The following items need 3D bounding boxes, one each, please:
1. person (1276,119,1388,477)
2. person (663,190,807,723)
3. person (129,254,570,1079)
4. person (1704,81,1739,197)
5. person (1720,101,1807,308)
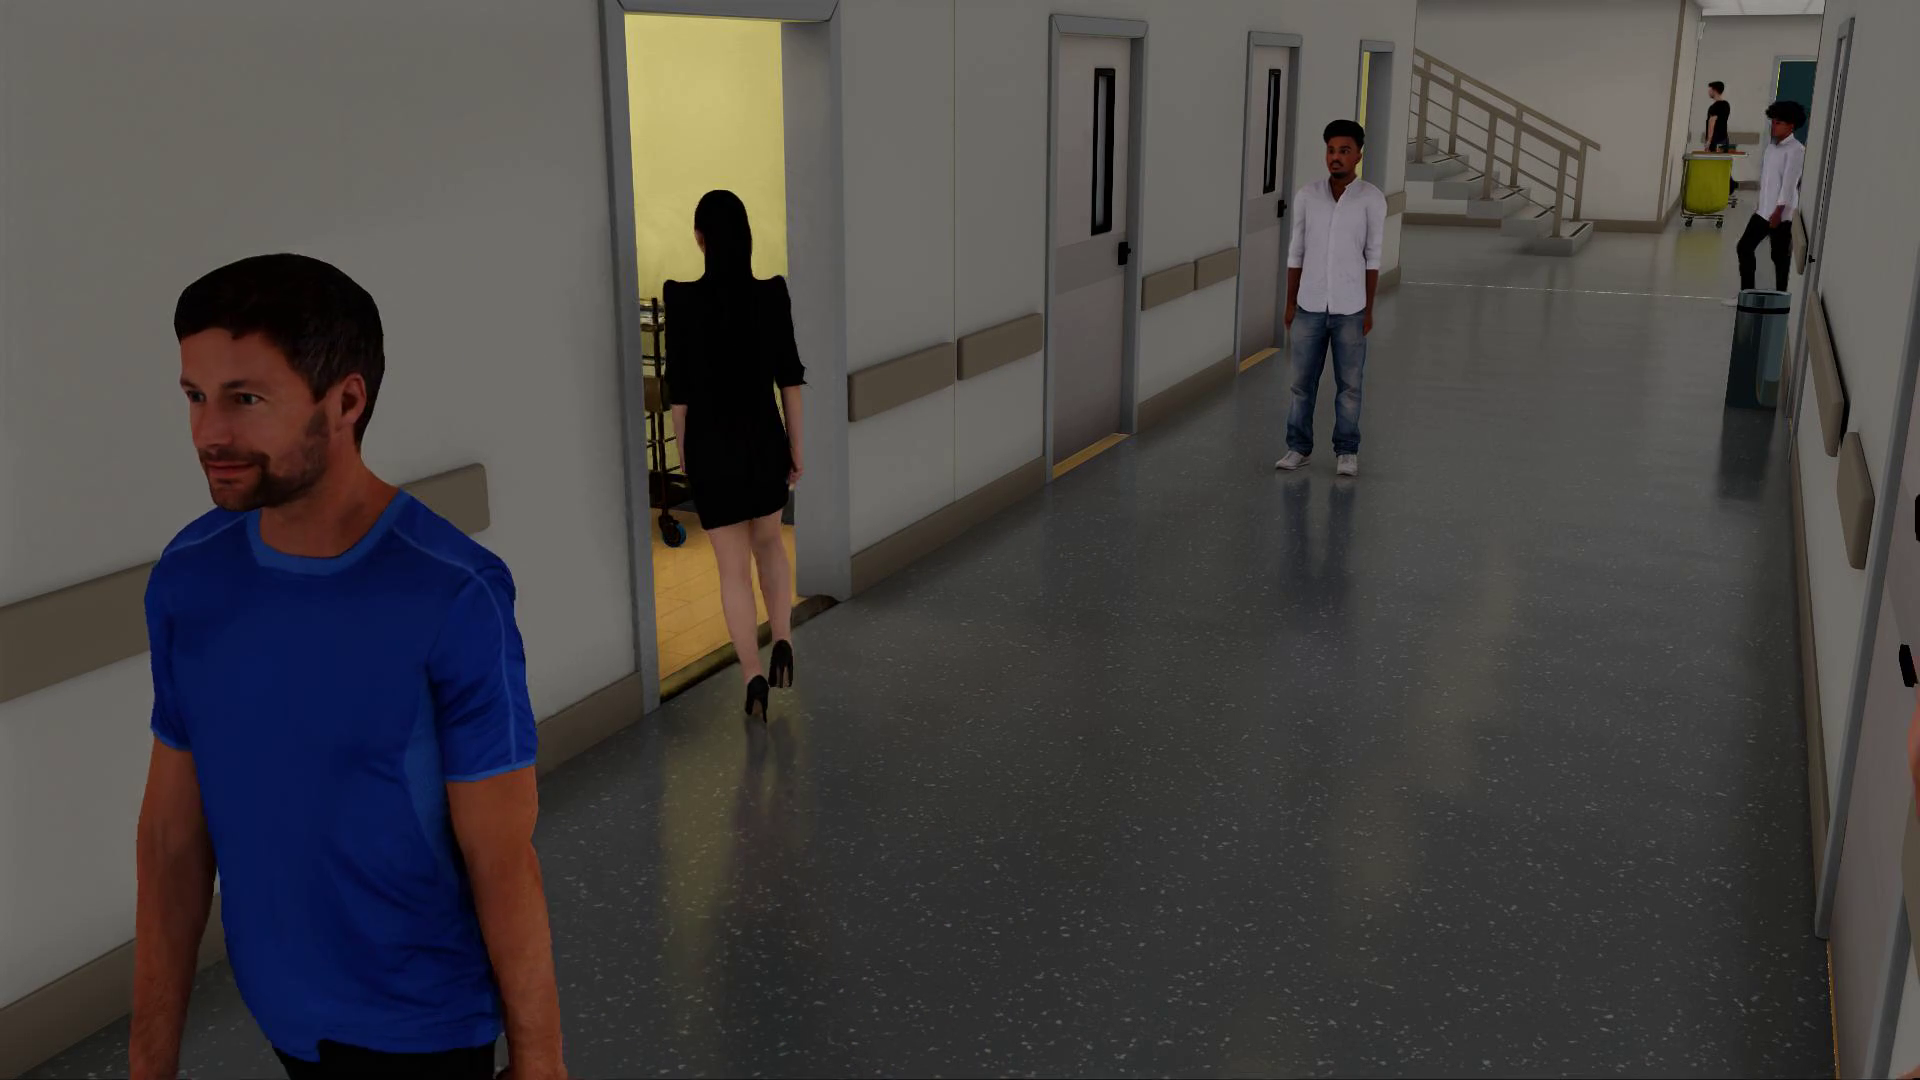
[{"bbox_3d":[1.937,-1.255,8.630,0.506,1.816,0.693,7,17,22],"label":"person"},{"bbox_3d":[-0.675,-0.228,5.226,0.699,1.686,0.752,-6,17,-21],"label":"person"},{"bbox_3d":[-0.671,0.583,2.109,1.165,1.817,0.680,6,17,21],"label":"person"},{"bbox_3d":[12.311,-6.432,26.883,0.961,1.875,0.822,14,21,42],"label":"person"},{"bbox_3d":[7.132,-2.861,14.372,0.919,1.791,0.847,-3,16,-11],"label":"person"}]
